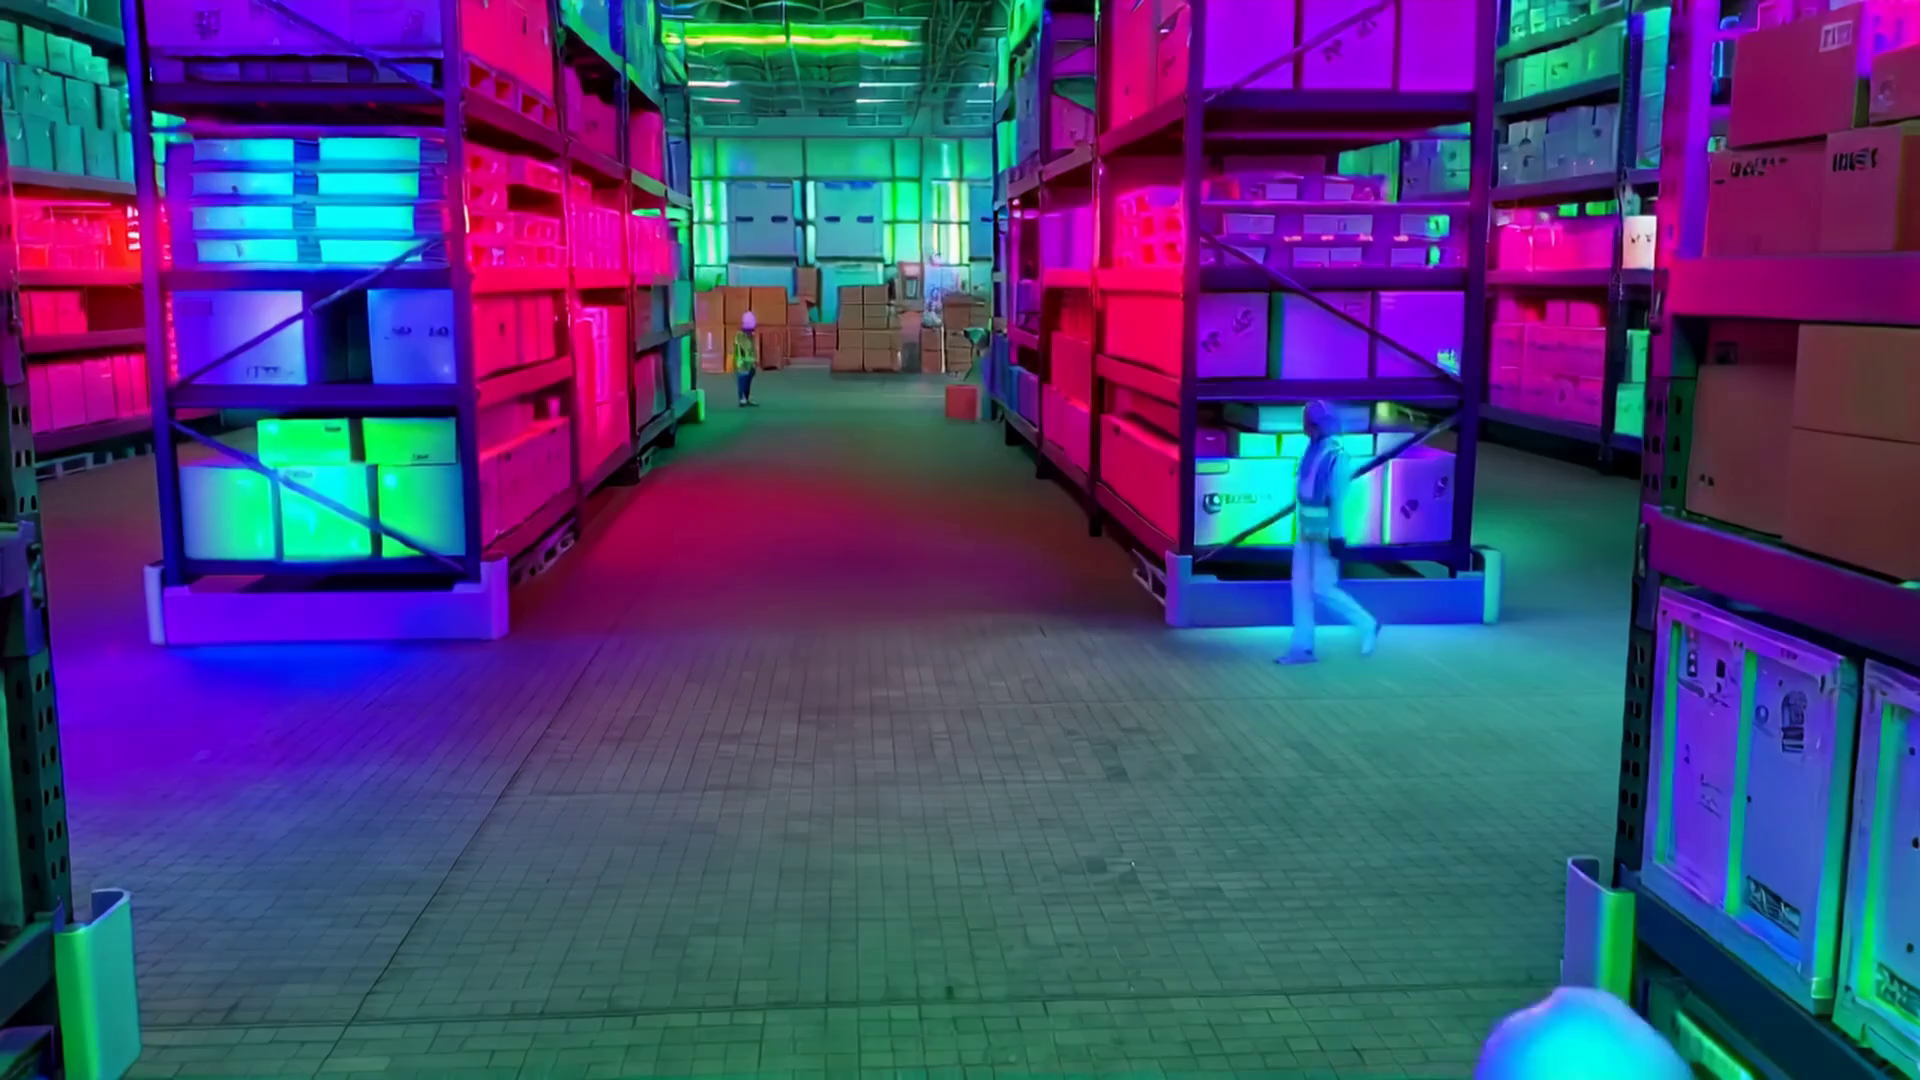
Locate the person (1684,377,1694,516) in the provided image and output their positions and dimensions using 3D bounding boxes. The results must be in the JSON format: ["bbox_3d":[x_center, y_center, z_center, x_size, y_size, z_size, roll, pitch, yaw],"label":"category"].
[{"bbox_3d":[5.792,-0.546,13.307,0.506,1.587,0.862,6,11,32],"label":"person"}]

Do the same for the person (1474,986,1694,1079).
[{"bbox_3d":[0.502,1.268,1.434,0.529,1.745,0.685,2,9,9],"label":"person"}]

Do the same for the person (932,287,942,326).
[{"bbox_3d":[-0.935,-9.224,66.835,0.694,1.909,0.557,3,10,20],"label":"person"}]

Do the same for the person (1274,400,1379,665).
[{"bbox_3d":[2.216,-0.037,9.987,0.550,1.620,0.524,-3,10,-20],"label":"person"}]

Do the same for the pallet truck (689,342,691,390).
[{"bbox_3d":[-5.225,-3.008,27.480,1.885,1.965,0.823,2,9,14],"label":"pallet truck"}]

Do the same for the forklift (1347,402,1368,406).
[{"bbox_3d":[4.923,-2.884,23.941,1.129,2.768,1.873,-5,10,-29],"label":"forklift"}]

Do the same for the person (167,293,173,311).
[{"bbox_3d":[-29.641,-8.605,62.685,0.407,1.987,0.608,-1,9,-6],"label":"person"}]

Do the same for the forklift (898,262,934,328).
[{"bbox_3d":[-1.686,-8.468,59.002,1.129,2.768,1.873,-3,10,-19],"label":"forklift"}]

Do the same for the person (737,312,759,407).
[{"bbox_3d":[-3.793,-3.227,29.786,0.317,1.698,0.540,3,10,19],"label":"person"}]
